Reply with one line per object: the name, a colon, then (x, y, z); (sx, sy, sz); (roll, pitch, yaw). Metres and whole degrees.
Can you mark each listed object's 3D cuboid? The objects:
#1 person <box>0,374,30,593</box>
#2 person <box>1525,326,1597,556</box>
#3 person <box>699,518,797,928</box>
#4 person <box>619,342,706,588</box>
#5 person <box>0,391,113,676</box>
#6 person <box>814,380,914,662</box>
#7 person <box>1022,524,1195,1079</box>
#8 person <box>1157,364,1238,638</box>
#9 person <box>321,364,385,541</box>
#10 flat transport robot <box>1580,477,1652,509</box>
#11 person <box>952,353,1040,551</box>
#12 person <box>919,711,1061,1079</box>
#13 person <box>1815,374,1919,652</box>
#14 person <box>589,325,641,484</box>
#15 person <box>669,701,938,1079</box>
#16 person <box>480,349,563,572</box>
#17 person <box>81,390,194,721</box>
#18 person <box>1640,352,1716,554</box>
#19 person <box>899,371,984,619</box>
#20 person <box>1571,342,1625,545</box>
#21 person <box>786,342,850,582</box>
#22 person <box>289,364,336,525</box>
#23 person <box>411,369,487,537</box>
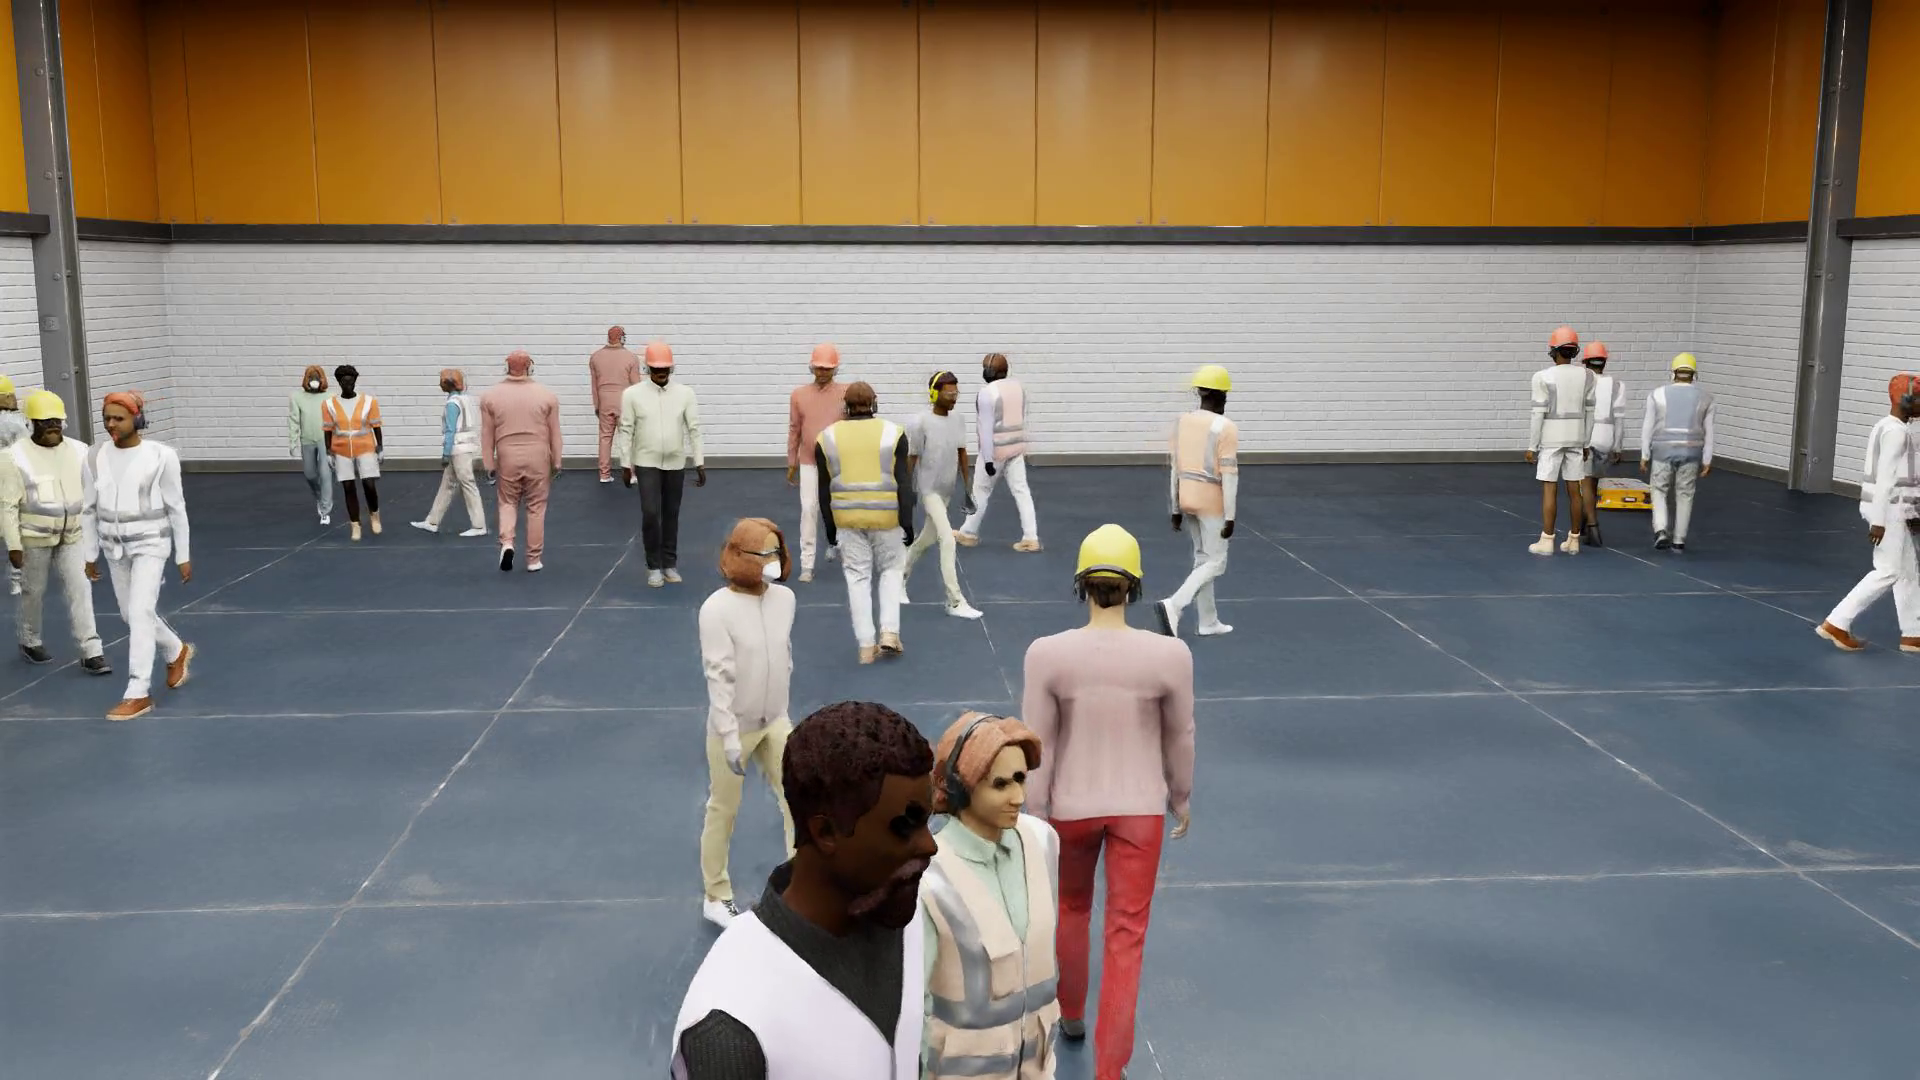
person: (-7.487, -0.416, 12.942); (0.489, 1.734, 0.508); (1, 9, 4)
person: (5.352, -0.877, 14.856); (0.605, 2.045, 0.386); (-1, 9, -8)
person: (-0.711, 0.725, 6.188); (0.783, 1.603, 0.508); (8, 12, 41)
person: (-2.382, -0.603, 13.362); (0.650, 1.962, 0.616); (-4, 10, -24)
person: (-5.732, -0.048, 10.479); (0.930, 1.788, 0.612); (7, 12, 39)
person: (-0.611, -0.119, 10.792); (0.643, 1.819, 0.470); (1, 9, 6)
person: (0.466, 0.814, 5.196); (0.525, 1.737, 0.786); (2, 9, 10)
person: (1.623, -0.241, 11.316); (0.731, 1.907, 0.592); (-7, 11, -36)
person: (-5.709, -0.816, 15.646); (0.540, 1.677, 0.374); (-2, 9, -13)
flat transport robot: (7.172, -0.525, 18.193); (0.652, 0.197, 1.431); (1, 9, 9)
person: (0.351, -0.795, 15.130); (0.618, 1.796, 0.967); (-9, 13, -44)
person: (-0.001, 1.138, 3.582); (0.528, 1.603, 0.829); (-9, 13, -44)
person: (6.179, -0.157, 10.966); (0.841, 1.850, 0.630); (4, 10, 22)
person: (-4.103, -1.619, 19.978); (0.637, 1.900, 0.403); (2, 9, 11)
person: (-0.223, 1.160, 2.541); (0.492, 1.893, 0.604); (4, 10, 24)
person: (-3.658, -0.653, 13.931); (0.650, 1.889, 0.463); (-1, 9, -8)
person: (-4.727, 0.050, 9.639); (0.593, 1.860, 0.869); (1, 9, 8)
person: (6.426, -0.766, 14.898); (0.615, 1.808, 0.461); (3, 10, 20)
person: (-0.225, -0.358, 12.365); (1.014, 1.817, 0.483); (8, 12, 39)
person: (5.918, -0.906, 15.613); (0.561, 1.881, 0.992); (1, 9, 8)
person: (-1.114, -0.670, 13.845); (0.639, 1.964, 0.810); (1, 9, 6)
person: (-6.515, -0.988, 16.904); (0.505, 1.608, 0.686); (-1, 9, -9)
person: (-4.903, -0.818, 15.842); (0.760, 1.606, 0.540); (-2, 9, -11)
